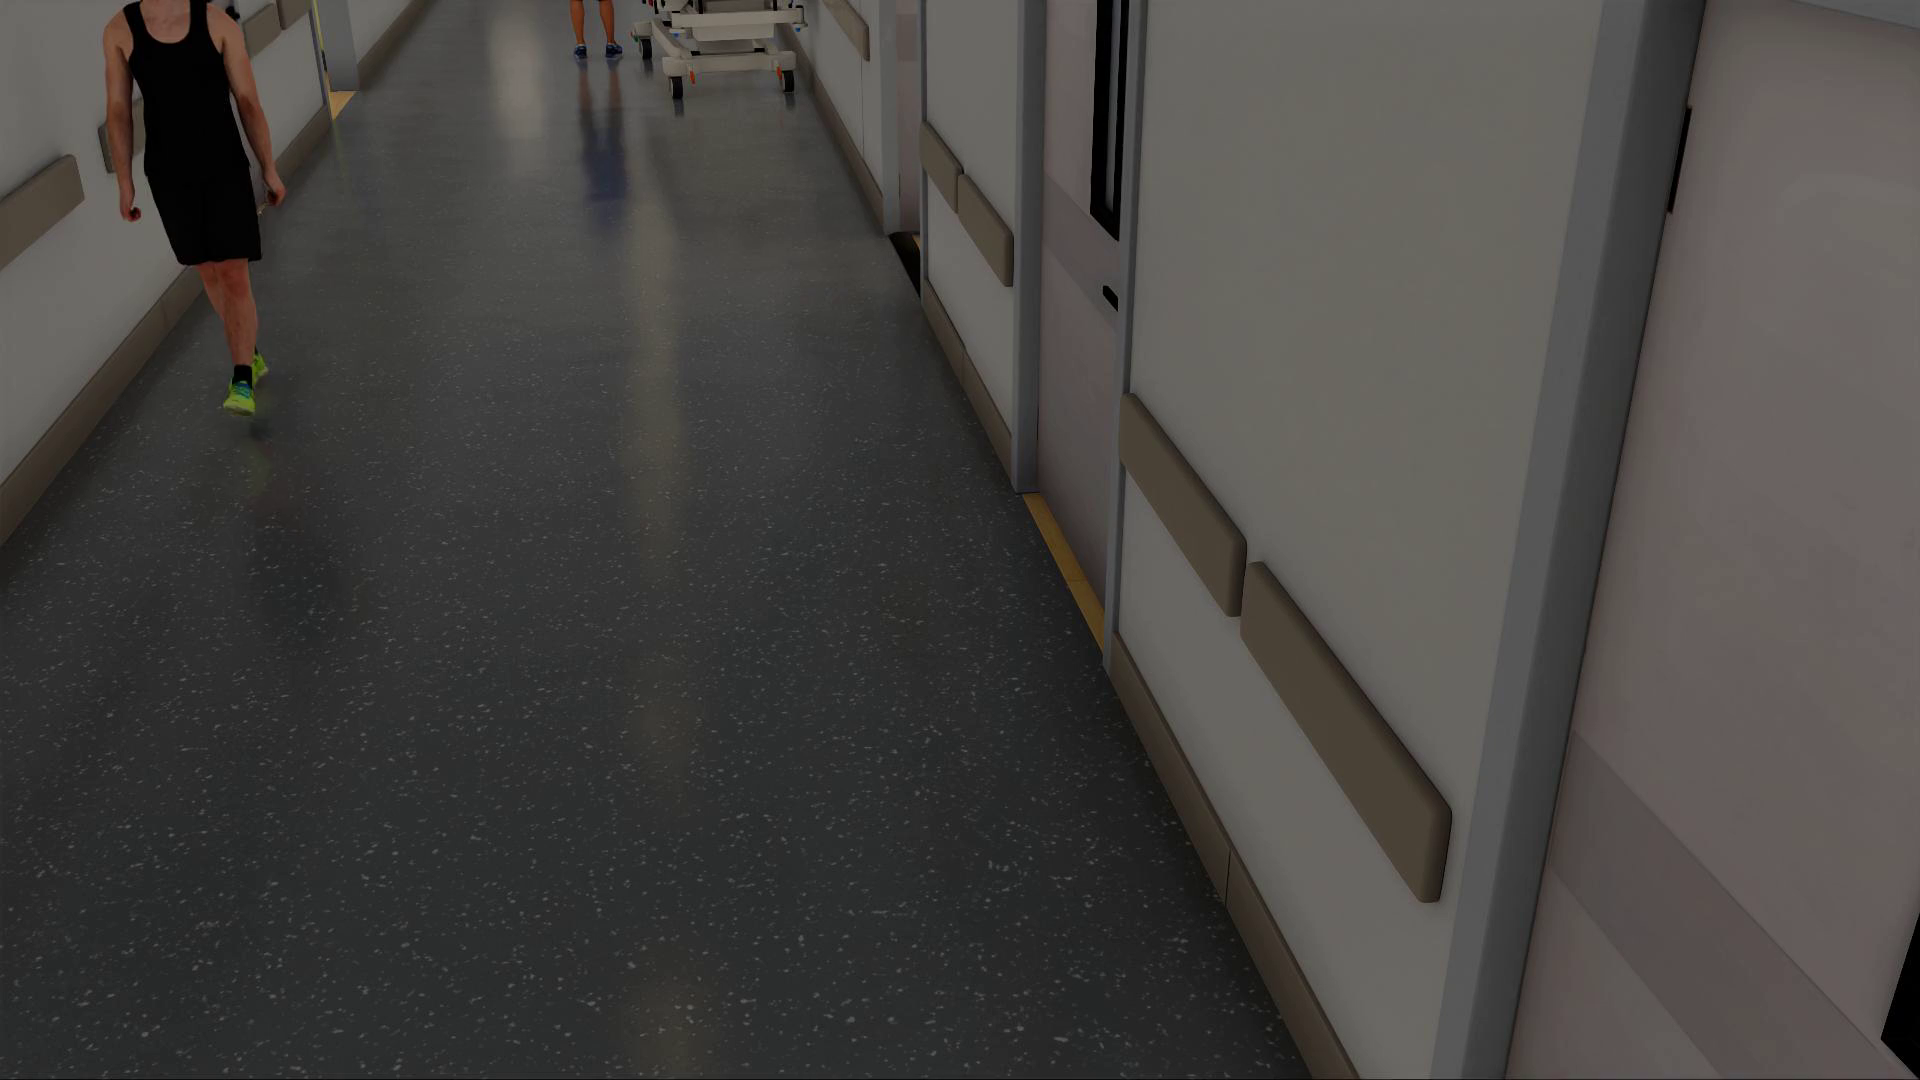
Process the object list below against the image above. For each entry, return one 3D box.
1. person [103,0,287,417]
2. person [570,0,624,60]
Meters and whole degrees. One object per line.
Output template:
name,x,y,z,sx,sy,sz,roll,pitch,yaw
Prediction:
person,-2.955,-1.446,6.515,0.977,1.858,0.766,-4,26,-9
person,-3.128,-4.983,13.838,0.497,1.869,0.666,-3,26,-7
